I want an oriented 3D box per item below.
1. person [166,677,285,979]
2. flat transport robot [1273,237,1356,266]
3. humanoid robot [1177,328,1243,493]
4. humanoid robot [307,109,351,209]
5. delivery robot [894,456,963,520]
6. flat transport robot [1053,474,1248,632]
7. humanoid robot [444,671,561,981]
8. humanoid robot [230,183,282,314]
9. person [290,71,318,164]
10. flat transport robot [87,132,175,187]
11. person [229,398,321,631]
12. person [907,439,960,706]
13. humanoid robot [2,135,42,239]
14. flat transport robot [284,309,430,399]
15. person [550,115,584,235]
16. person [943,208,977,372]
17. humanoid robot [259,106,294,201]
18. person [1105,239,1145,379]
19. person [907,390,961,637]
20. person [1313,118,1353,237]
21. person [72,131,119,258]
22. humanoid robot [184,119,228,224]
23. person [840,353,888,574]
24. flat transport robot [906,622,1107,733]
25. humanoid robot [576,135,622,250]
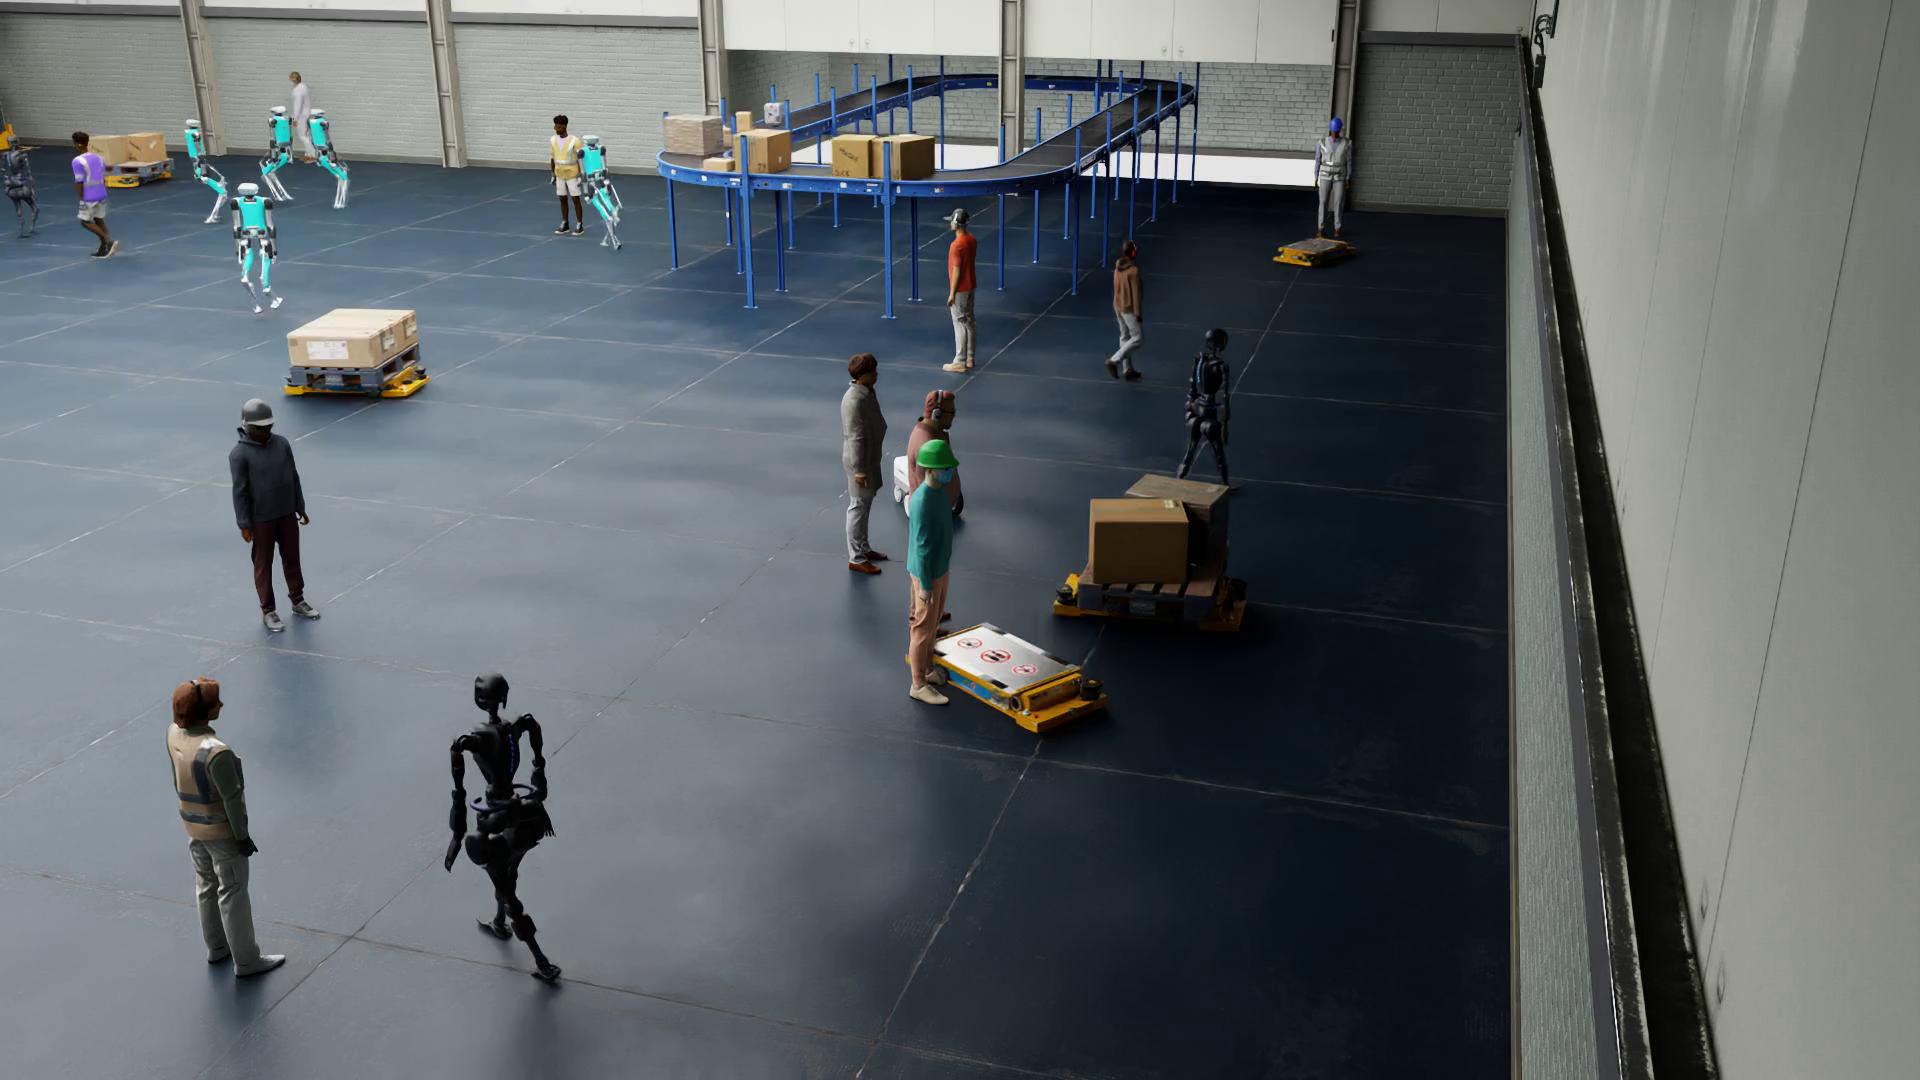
[{"bbox_3d":[-3.787,1.464,8.475,0.524,1.636,0.306,15,25,33],"label":"person"},{"bbox_3d":[5.498,-4.459,25.742,0.659,0.231,1.431,17,27,37],"label":"flat transport robot"},{"bbox_3d":[2.269,-1.159,15.300,0.792,1.631,0.607,-11,24,-26],"label":"humanoid robot"},{"bbox_3d":[-11.266,-6.861,29.925,0.537,1.796,0.689,15,26,34],"label":"humanoid robot"},{"bbox_3d":[-0.326,-0.522,15.125,0.499,0.589,0.784,-9,23,-22],"label":"delivery robot"},{"bbox_3d":[1.501,0.447,13.018,1.431,0.231,0.659,6,22,14],"label":"flat transport robot"},{"bbox_3d":[-2.357,1.451,8.545,0.793,1.631,0.609,17,27,37],"label":"humanoid robot"},{"bbox_3d":[-9.306,-3.789,21.958,0.542,1.762,0.947,-4,21,-11],"label":"humanoid robot"},{"bbox_3d":[-13.831,-8.908,35.033,0.471,1.894,0.692,-3,21,-9],"label":"person"},{"bbox_3d":[-16.210,-7.120,32.646,0.659,0.231,1.431,2,21,6],"label":"flat transport robot"},{"bbox_3d":[-5.206,-0.205,12.576,0.381,1.806,0.550,15,26,34],"label":"person"},{"bbox_3d":[-0.177,0.204,11.418,0.361,1.872,0.530,5,22,12],"label":"person"},{"bbox_3d":[-15.407,-5.768,27.189,0.595,1.645,0.357,5,22,14],"label":"humanoid robot"},{"bbox_3d":[-6.835,-1.814,18.881,1.431,0.231,0.659,2,21,5],"label":"flat transport robot"},{"bbox_3d":[-6.489,-6.024,27.448,0.611,1.962,0.362,8,22,19],"label":"person"},{"bbox_3d":[-0.008,-2.926,19.488,0.390,1.912,0.477,10,23,24],"label":"person"},{"bbox_3d":[-12.426,-7.001,30.110,0.735,1.677,0.533,7,22,18],"label":"humanoid robot"},{"bbox_3d":[1.902,-2.624,19.055,0.500,1.635,0.489,-11,24,-26],"label":"person"},{"bbox_3d":[-0.193,-0.207,12.472,0.394,1.892,0.630,1,21,2],"label":"person"},{"bbox_3d":[6.116,-5.959,27.329,0.611,1.934,0.416,4,21,9],"label":"person"},{"bbox_3d":[-13.269,-5.272,25.517,0.565,1.953,0.604,5,22,13],"label":"person"},{"bbox_3d":[-12.812,-6.325,28.475,0.678,1.757,0.544,-16,26,-36],"label":"humanoid robot"},{"bbox_3d":[-0.782,-0.638,13.665,0.366,1.832,0.500,3,21,9],"label":"person"},{"bbox_3d":[0.309,0.944,11.730,0.659,0.231,1.431,-17,27,-36],"label":"flat transport robot"},{"bbox_3d":[-5.622,-5.463,26.419,0.849,1.859,0.547,19,28,40],"label":"humanoid robot"}]
